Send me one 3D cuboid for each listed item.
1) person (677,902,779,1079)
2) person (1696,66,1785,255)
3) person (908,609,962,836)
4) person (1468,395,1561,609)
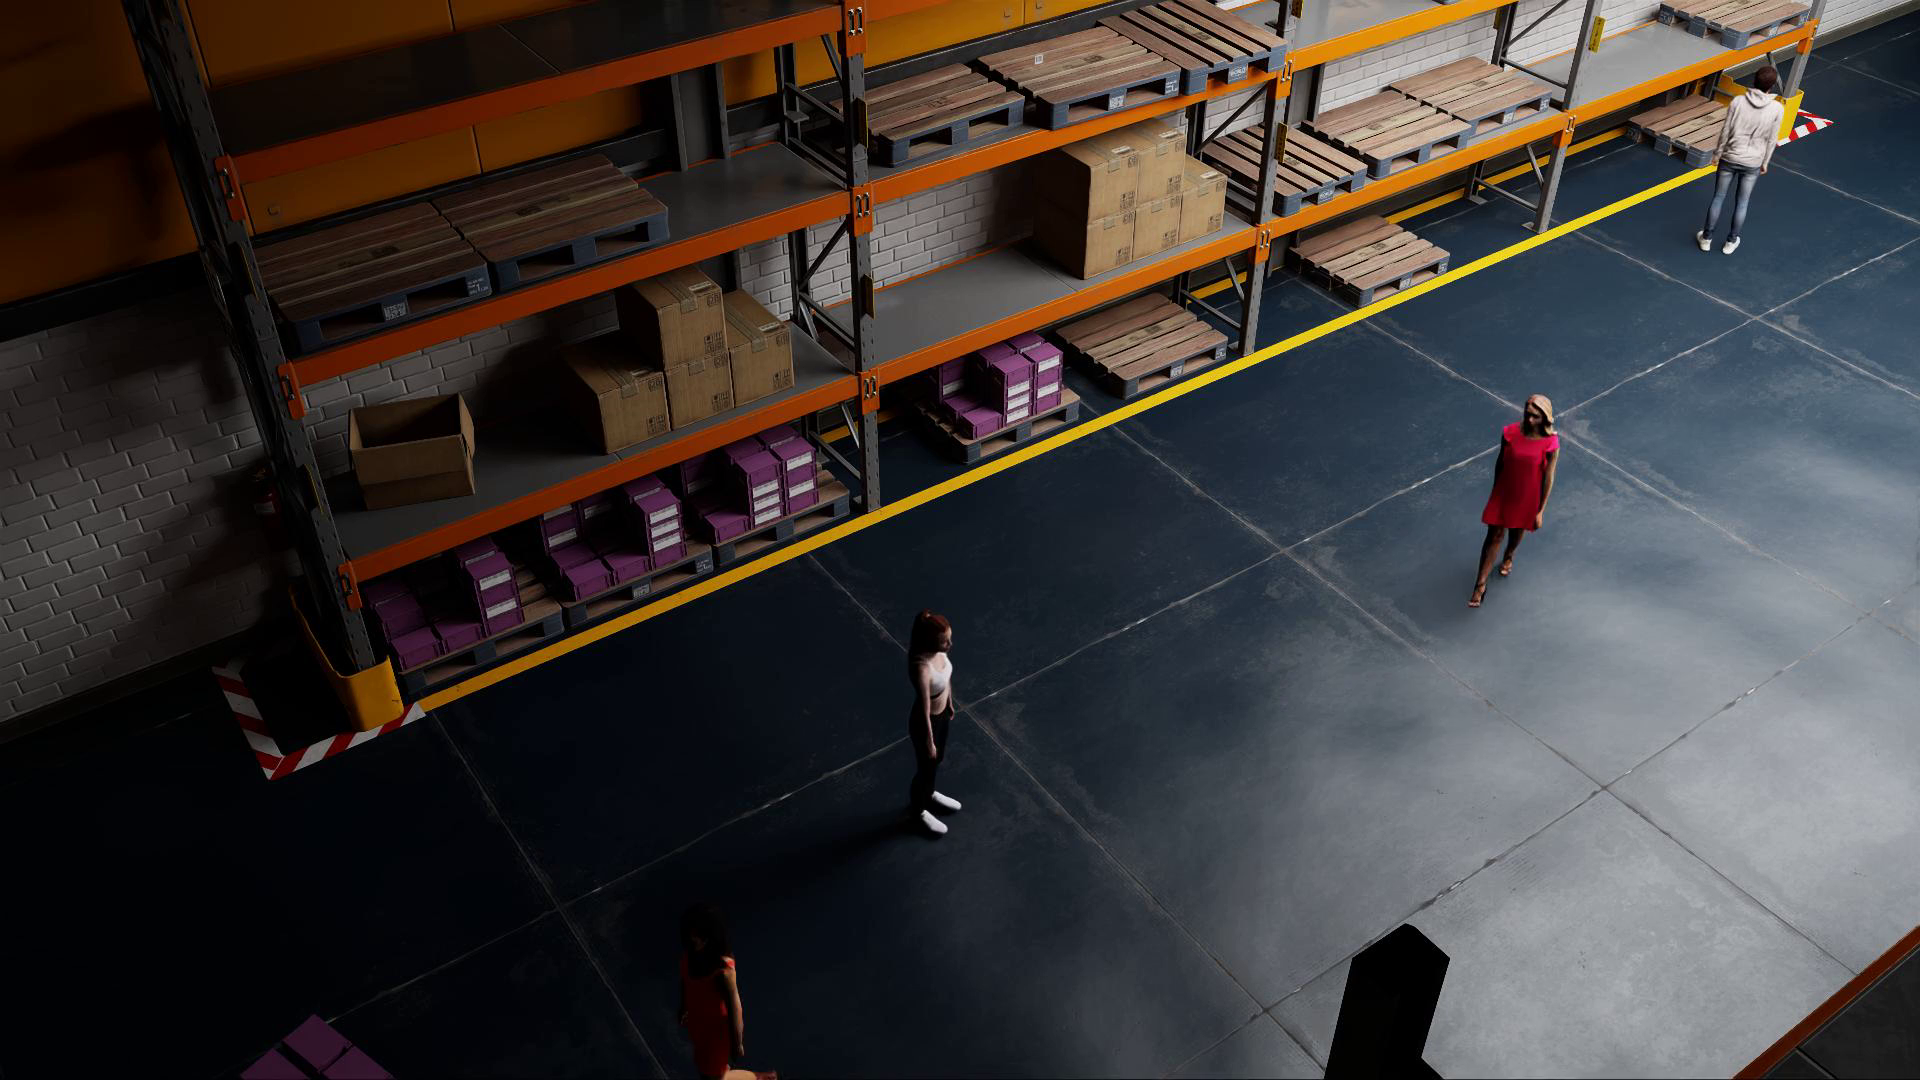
[{"bbox_3d":[-1.189,2.410,8.488,0.701,1.708,0.582,-24,45,-27],"label":"person"},{"bbox_3d":[7.488,-3.644,15.952,0.761,1.853,0.775,14,41,17],"label":"person"},{"bbox_3d":[-0.192,1.094,10.105,0.719,1.746,0.632,11,40,14],"label":"person"},{"bbox_3d":[4.052,-0.359,11.968,0.884,1.692,1.103,19,42,22],"label":"person"}]
